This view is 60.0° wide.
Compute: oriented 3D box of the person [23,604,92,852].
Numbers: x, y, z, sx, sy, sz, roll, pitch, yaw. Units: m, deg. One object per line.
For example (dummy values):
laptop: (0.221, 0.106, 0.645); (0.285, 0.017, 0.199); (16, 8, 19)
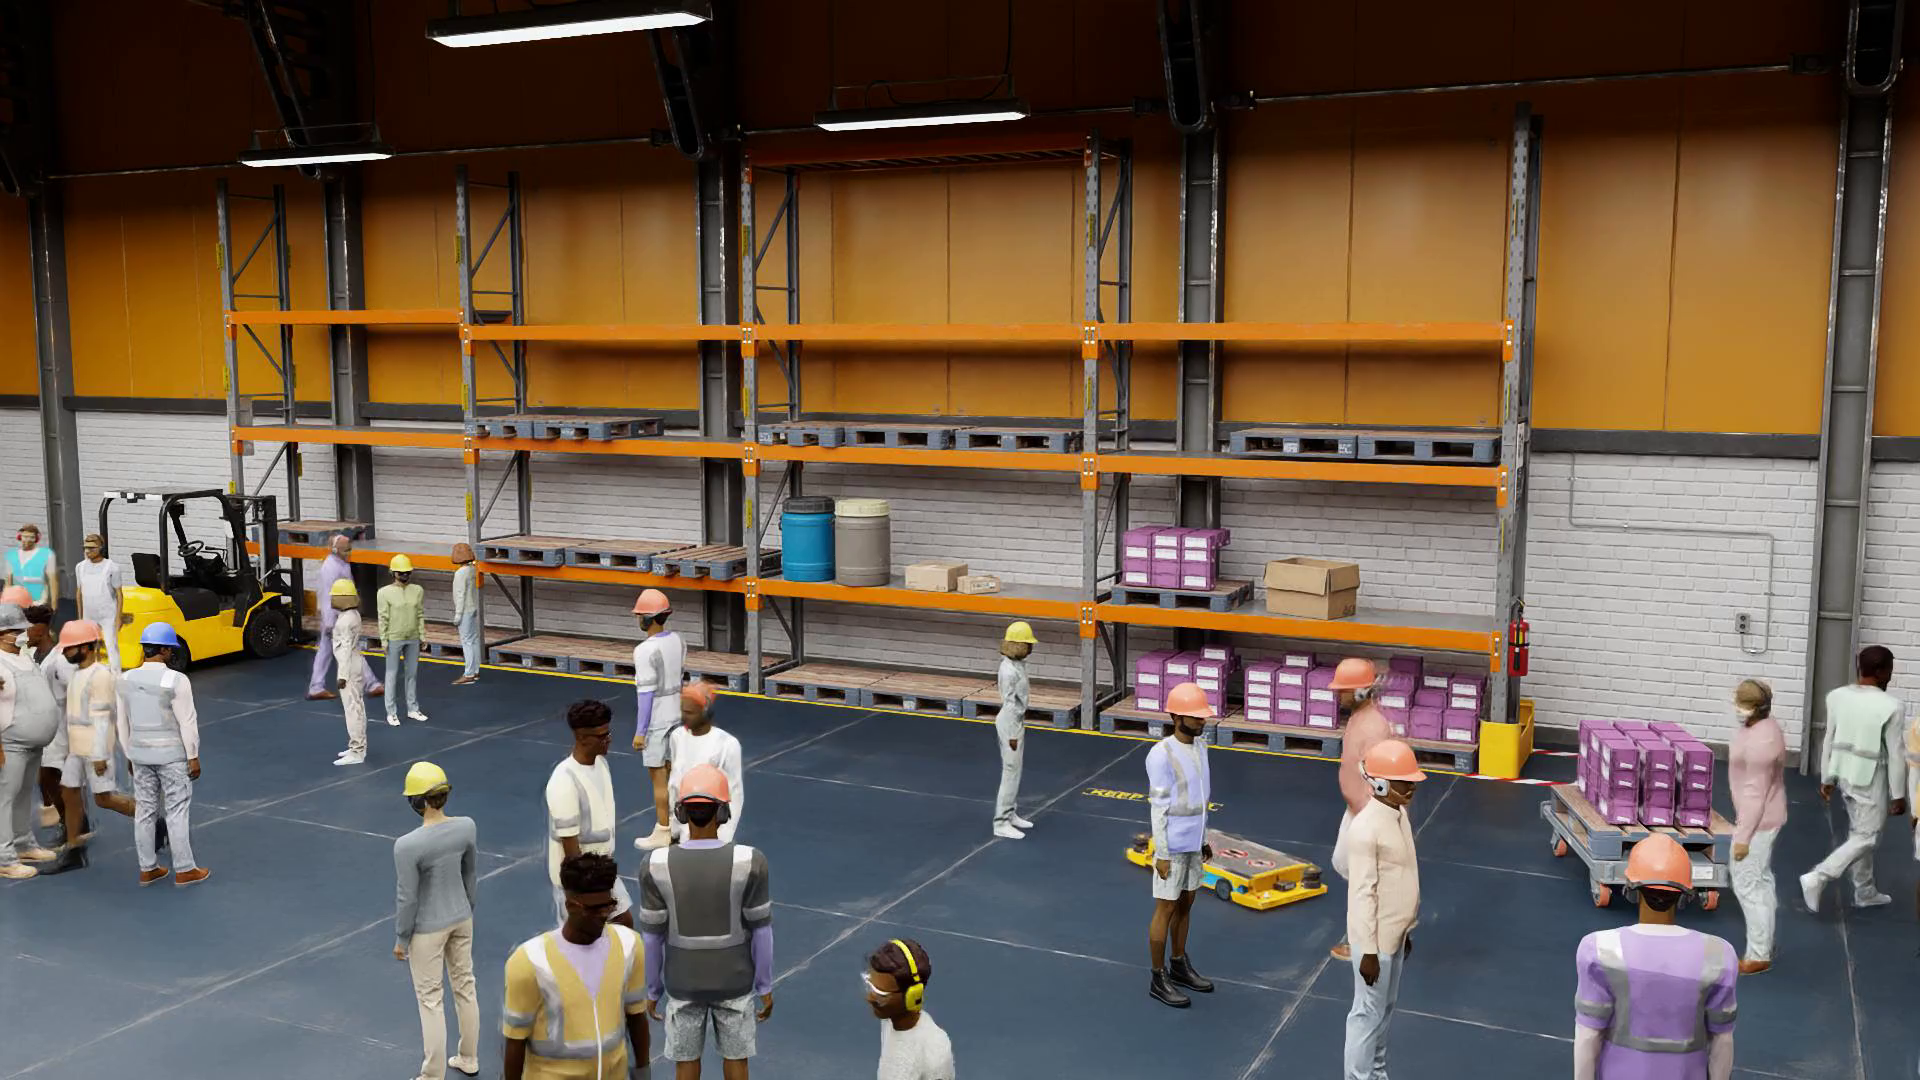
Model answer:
person: (-7.081, 1.457, 12.964); (0.631, 1.928, 0.624); (5, 9, 37)

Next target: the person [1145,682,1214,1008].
person: (1.350, 1.810, 10.014); (0.361, 1.939, 0.542); (6, 9, 39)

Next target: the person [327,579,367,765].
person: (-5.765, 1.231, 15.617); (0.321, 1.741, 0.494); (-1, 7, -11)

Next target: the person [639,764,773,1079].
person: (-1.163, 2.043, 7.706); (0.605, 2.034, 0.392); (0, 7, -2)

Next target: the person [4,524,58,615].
person: (-10.917, 0.716, 19.527); (0.594, 1.824, 0.481); (1, 7, 9)

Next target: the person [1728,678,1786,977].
person: (5.011, 1.780, 10.473); (0.343, 1.907, 0.806); (3, 8, 27)

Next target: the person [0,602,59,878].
person: (-7.017, 1.470, 12.414); (0.535, 2.000, 0.674); (-1, 7, -7)

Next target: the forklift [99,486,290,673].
forklift: (-9.426, 0.454, 20.179); (1.214, 2.155, 2.313); (3, 8, 26)

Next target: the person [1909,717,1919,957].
person: (6.371, 1.747, 10.670); (0.491, 1.912, 0.551); (-7, 10, -44)

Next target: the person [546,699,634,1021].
person: (-2.087, 1.871, 9.455); (0.492, 1.952, 0.630); (2, 7, 18)

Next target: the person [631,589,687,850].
person: (-2.371, 1.398, 12.993); (0.396, 2.044, 0.609); (3, 7, 21)

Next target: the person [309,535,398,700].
person: (-6.735, 0.851, 18.314); (0.975, 1.834, 0.675); (-2, 7, -16)

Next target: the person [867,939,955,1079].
person: (-0.145, 2.329, 6.038); (0.421, 1.868, 0.746); (-2, 7, -19)

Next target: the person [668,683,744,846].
person: (-1.583, 1.810, 10.362); (0.602, 1.877, 0.409); (5, 9, 36)

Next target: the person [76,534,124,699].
person: (-9.492, 0.847, 18.356); (0.506, 1.846, 0.350); (0, 7, 2)

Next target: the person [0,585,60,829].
person: (-7.525, 1.382, 13.312); (0.648, 2.025, 0.553); (-3, 8, -26)

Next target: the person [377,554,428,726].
person: (-5.759, 1.026, 17.207); (0.313, 1.769, 0.525); (6, 9, 40)

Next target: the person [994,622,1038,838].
person: (0.456, 1.510, 13.359); (0.331, 1.734, 0.487); (1, 7, 11)

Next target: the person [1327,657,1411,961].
person: (2.577, 1.720, 10.606); (0.509, 1.971, 0.640); (0, 7, -1)

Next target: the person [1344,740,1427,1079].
person: (2.130, 1.982, 8.369); (0.376, 1.995, 0.609); (4, 8, 30)

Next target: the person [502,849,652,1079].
person: (-1.526, 2.203, 6.711); (0.647, 1.951, 0.411); (-6, 9, -42)

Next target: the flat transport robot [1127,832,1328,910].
flat transport robot: (1.939, 2.373, 12.198); (0.652, 0.197, 1.431); (-5, 8, -34)

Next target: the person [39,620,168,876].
person: (-6.478, 1.529, 12.509); (0.548, 1.903, 0.837); (6, 9, 40)

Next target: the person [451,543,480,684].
person: (-5.733, 0.845, 19.245); (0.280, 1.633, 0.500); (0, 7, 0)

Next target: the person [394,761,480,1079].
person: (-2.783, 2.042, 8.827); (0.316, 1.765, 0.523); (4, 8, 31)

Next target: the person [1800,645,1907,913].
person: (6.185, 1.660, 11.474); (0.838, 1.888, 0.595); (-2, 7, -18)

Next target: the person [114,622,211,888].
person: (-5.796, 1.561, 12.082); (0.604, 1.938, 0.402); (1, 7, 10)

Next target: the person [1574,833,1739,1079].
person: (2.733, 2.171, 6.609); (0.605, 2.044, 0.375); (1, 7, 8)
